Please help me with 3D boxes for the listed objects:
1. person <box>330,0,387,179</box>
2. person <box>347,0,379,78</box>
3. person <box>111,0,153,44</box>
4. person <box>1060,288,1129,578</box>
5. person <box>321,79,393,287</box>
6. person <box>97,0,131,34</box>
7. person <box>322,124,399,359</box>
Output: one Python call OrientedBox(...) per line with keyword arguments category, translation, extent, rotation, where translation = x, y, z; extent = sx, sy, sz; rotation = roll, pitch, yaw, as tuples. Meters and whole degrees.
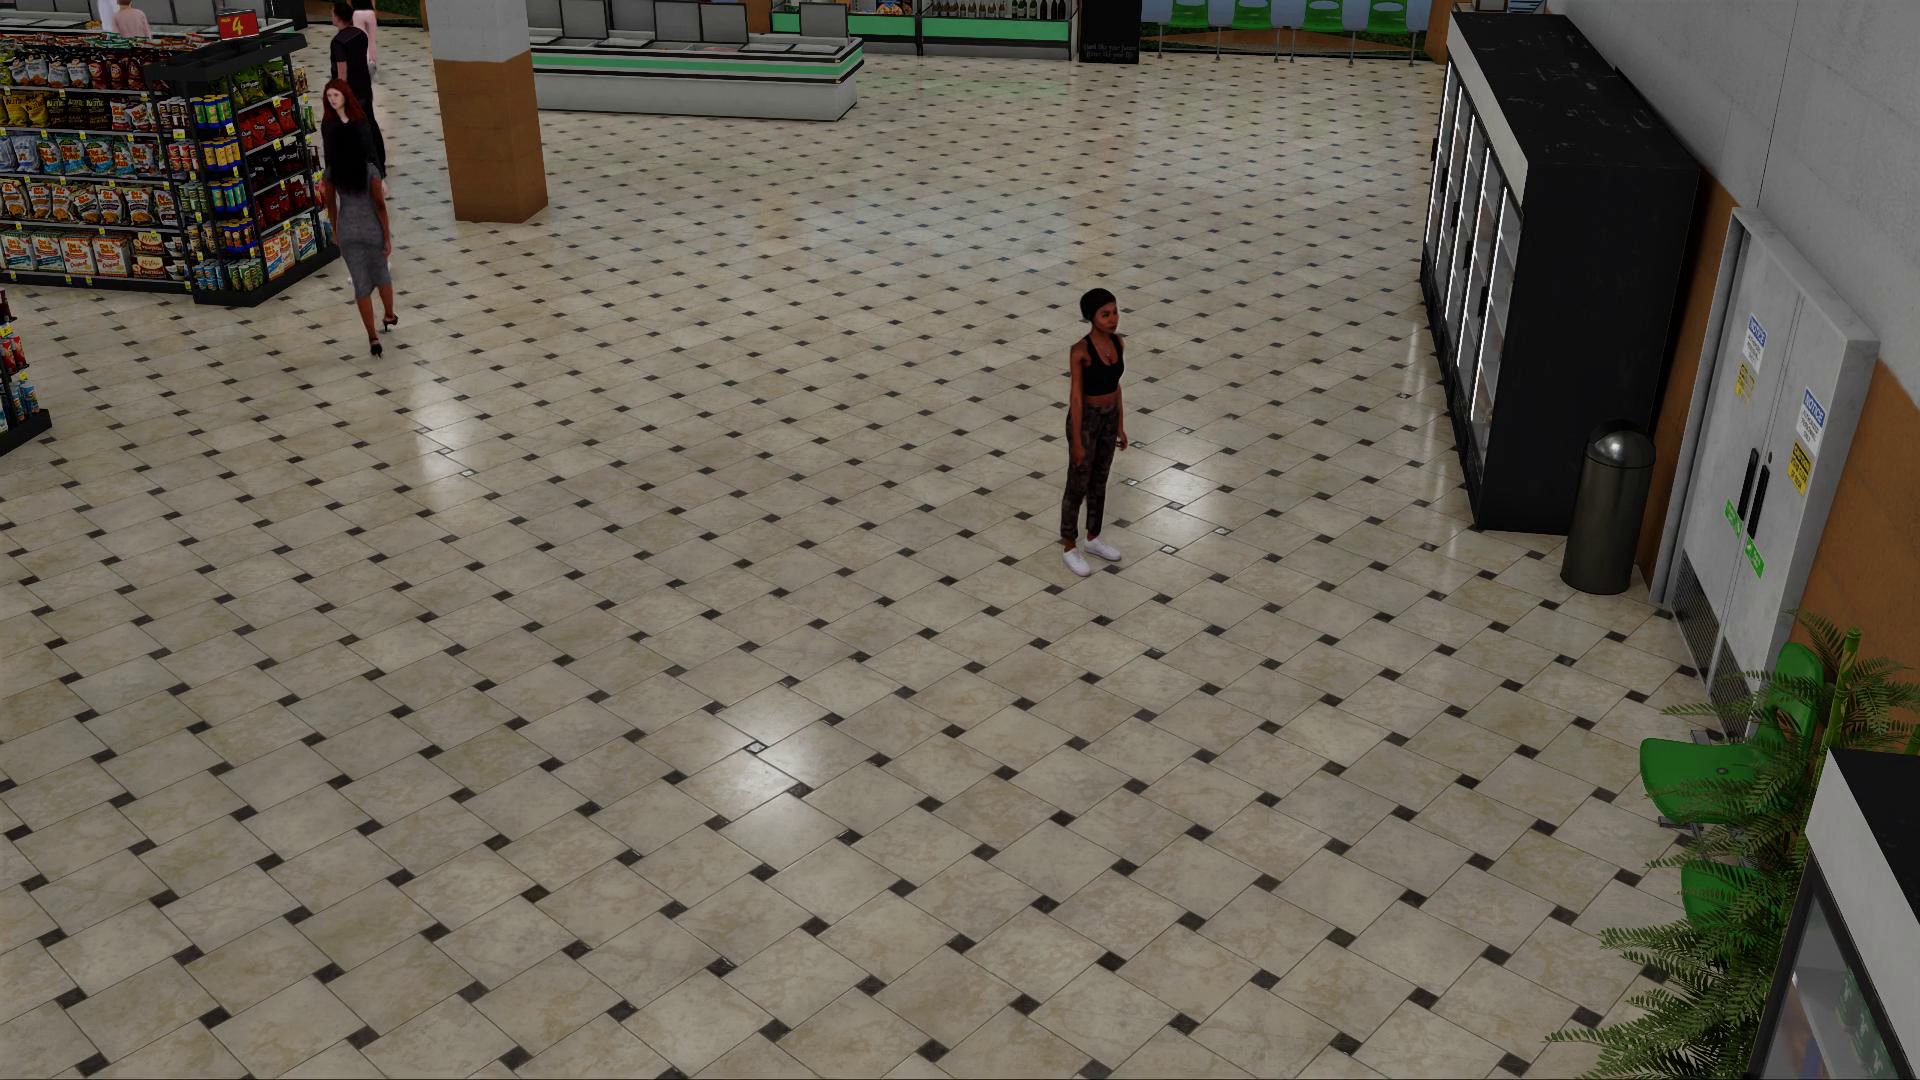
OrientedBox(category="person", translation=(-6.333, -4.683, 17.431), extent=(0.559, 1.845, 0.706), rotation=(4, 27, 9))
OrientedBox(category="person", translation=(-8.008, -7.010, 22.356), extent=(0.944, 1.542, 0.923), rotation=(-12, 29, -23))
OrientedBox(category="person", translation=(-9.585, -5.590, 19.394), extent=(0.719, 1.687, 0.686), rotation=(23, 35, 38))
OrientedBox(category="person", translation=(0.773, -0.646, 9.631), extent=(0.664, 1.700, 0.707), rotation=(-22, 34, -36))
OrientedBox(category="person", translation=(-5.181, -3.098, 14.418), extent=(1.070, 1.743, 0.678), rotation=(2, 27, 4))
OrientedBox(category="person", translation=(-10.077, -6.078, 20.116), extent=(1.006, 1.905, 0.945), rotation=(-17, 31, -30))
OrientedBox(category="person", translation=(-4.574, -2.247, 12.734), extent=(1.041, 1.749, 0.926), rotation=(-8, 28, -15))
